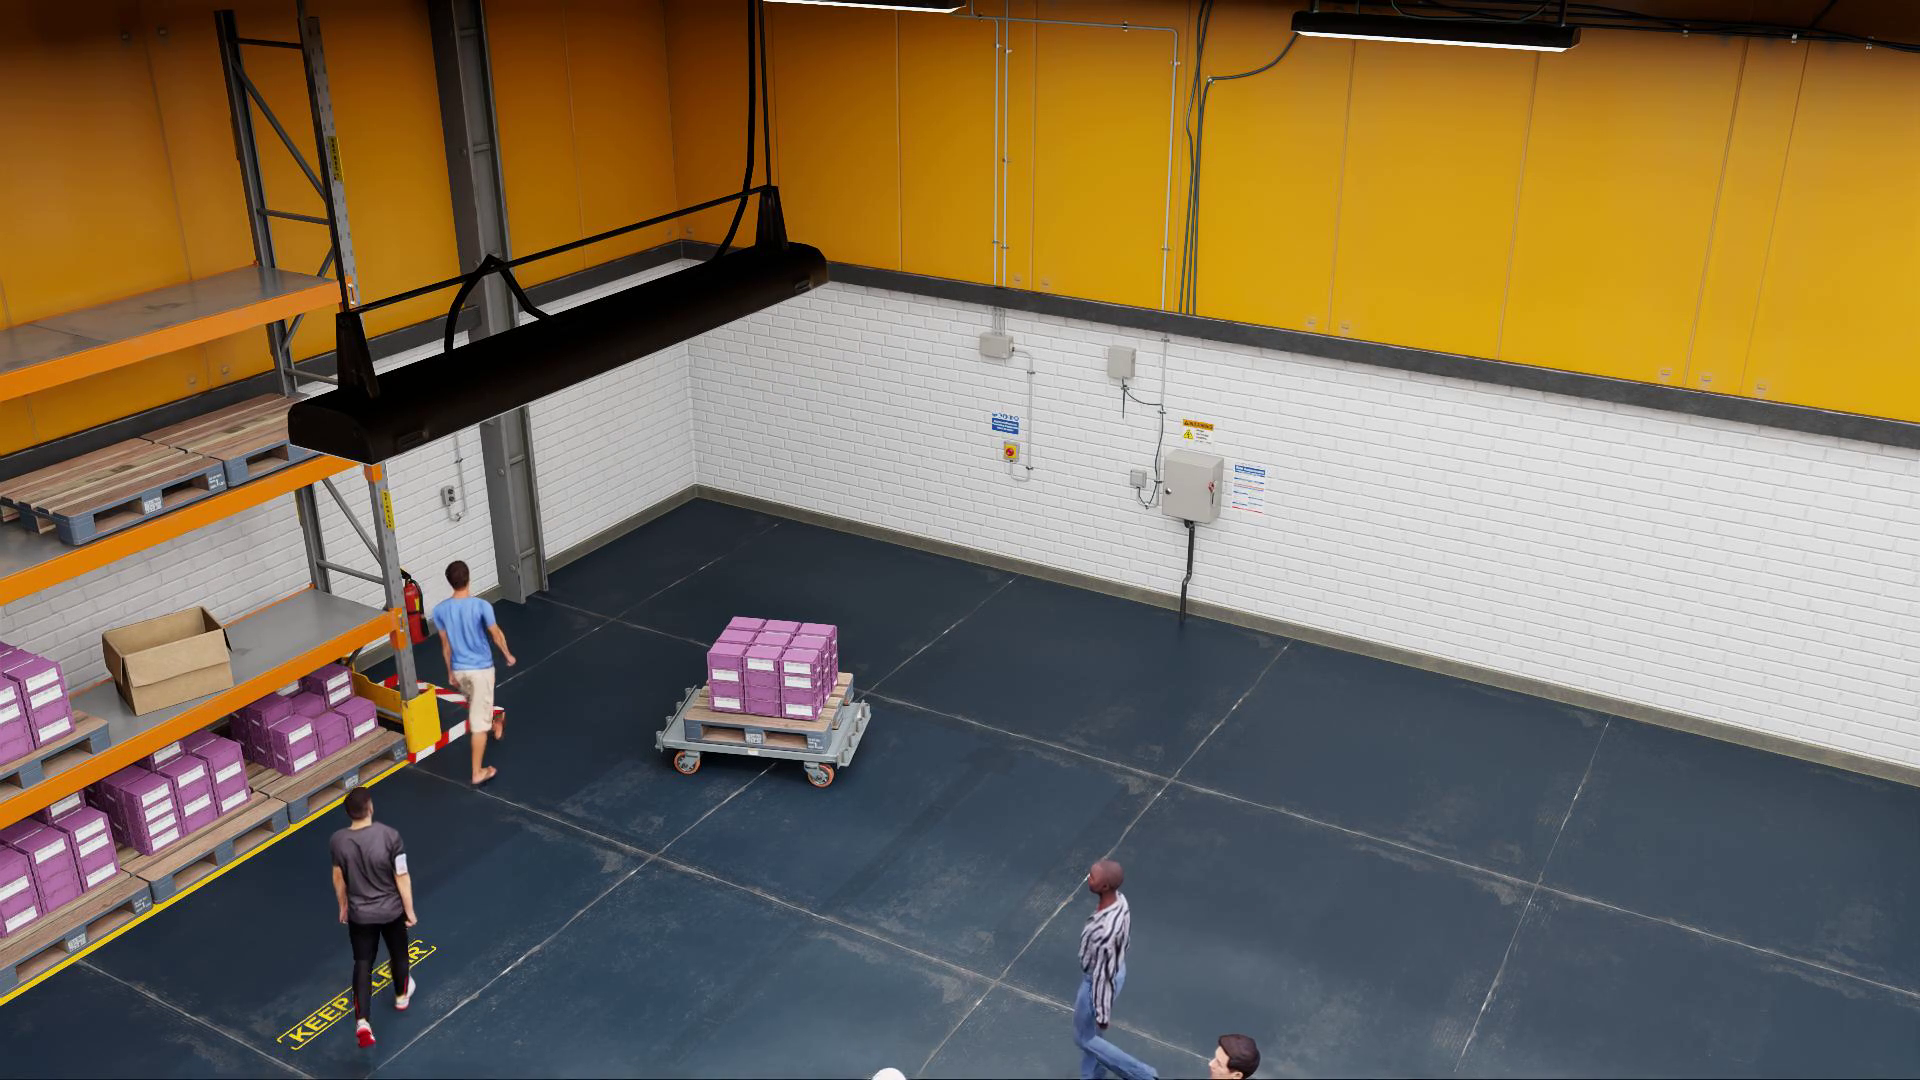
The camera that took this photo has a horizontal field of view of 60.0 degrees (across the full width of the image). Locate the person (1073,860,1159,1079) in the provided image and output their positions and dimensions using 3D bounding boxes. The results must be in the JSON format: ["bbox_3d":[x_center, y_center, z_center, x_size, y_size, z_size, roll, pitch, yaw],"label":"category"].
[{"bbox_3d":[0.929,2.690,9.939,0.818,1.780,0.844,6,24,13],"label":"person"}]

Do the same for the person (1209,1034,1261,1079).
[{"bbox_3d":[1.350,3.288,8.458,0.795,1.871,0.698,-3,24,-7],"label":"person"}]

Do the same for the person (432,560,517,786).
[{"bbox_3d":[-3.988,1.122,13.491,0.925,1.809,1.269,6,24,12],"label":"person"}]

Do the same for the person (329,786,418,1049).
[{"bbox_3d":[-3.756,2.414,10.613,1.020,1.747,1.156,-2,24,-5],"label":"person"}]
